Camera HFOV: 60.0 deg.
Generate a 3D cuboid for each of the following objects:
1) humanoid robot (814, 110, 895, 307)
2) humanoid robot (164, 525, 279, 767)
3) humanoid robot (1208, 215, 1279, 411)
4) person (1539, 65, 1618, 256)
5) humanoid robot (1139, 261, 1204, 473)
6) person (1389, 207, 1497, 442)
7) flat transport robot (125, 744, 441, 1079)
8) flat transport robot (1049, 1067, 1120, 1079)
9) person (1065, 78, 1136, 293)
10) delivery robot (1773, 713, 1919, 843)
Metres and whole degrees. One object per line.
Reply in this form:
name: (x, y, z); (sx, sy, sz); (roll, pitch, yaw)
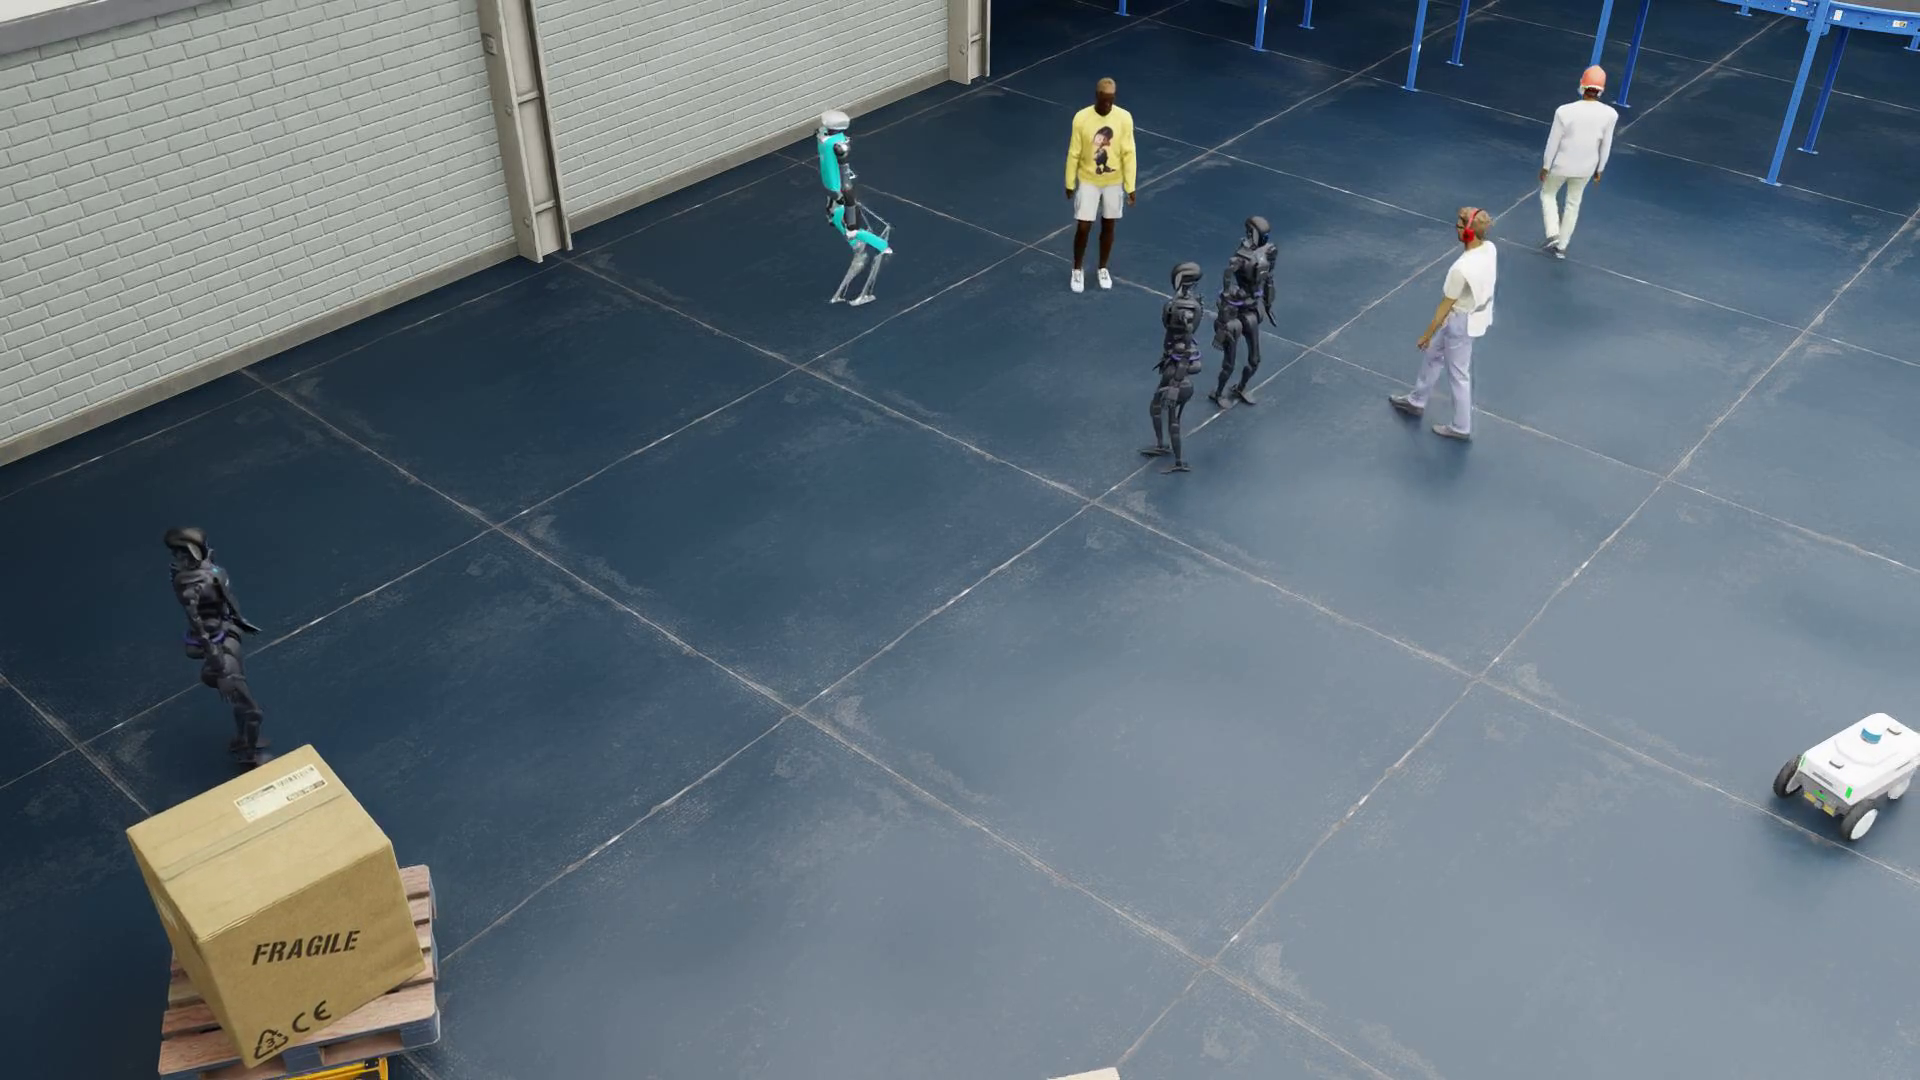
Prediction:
humanoid robot: (-0.846, -2.767, 14.006); (0.719, 1.800, 0.542); (-16, 39, -22)
humanoid robot: (-4.147, 0.585, 9.360); (0.335, 1.655, 0.588); (-6, 36, -9)
humanoid robot: (2.137, -1.724, 12.599); (0.593, 1.640, 0.362); (-24, 42, -30)
person: (5.472, -3.366, 14.838); (0.578, 1.743, 0.401); (1, 35, 1)
humanoid robot: (1.534, -1.216, 11.881); (0.359, 1.653, 0.599); (-1, 35, -2)
person: (3.576, -1.615, 12.327); (0.824, 1.816, 0.568); (20, 40, 25)
flat transport robot: (-3.170, 2.278, 8.189); (0.659, 0.231, 1.431); (-9, 37, -13)
flat transport robot: (0.266, 3.128, 6.996); (0.659, 0.231, 1.431); (-8, 36, -10)
person: (1.200, -3.044, 14.268); (0.585, 1.888, 0.474); (-3, 36, -4)
delivery robot: (5.027, 1.290, 9.339); (0.807, 0.606, 0.499); (-20, 40, -25)
